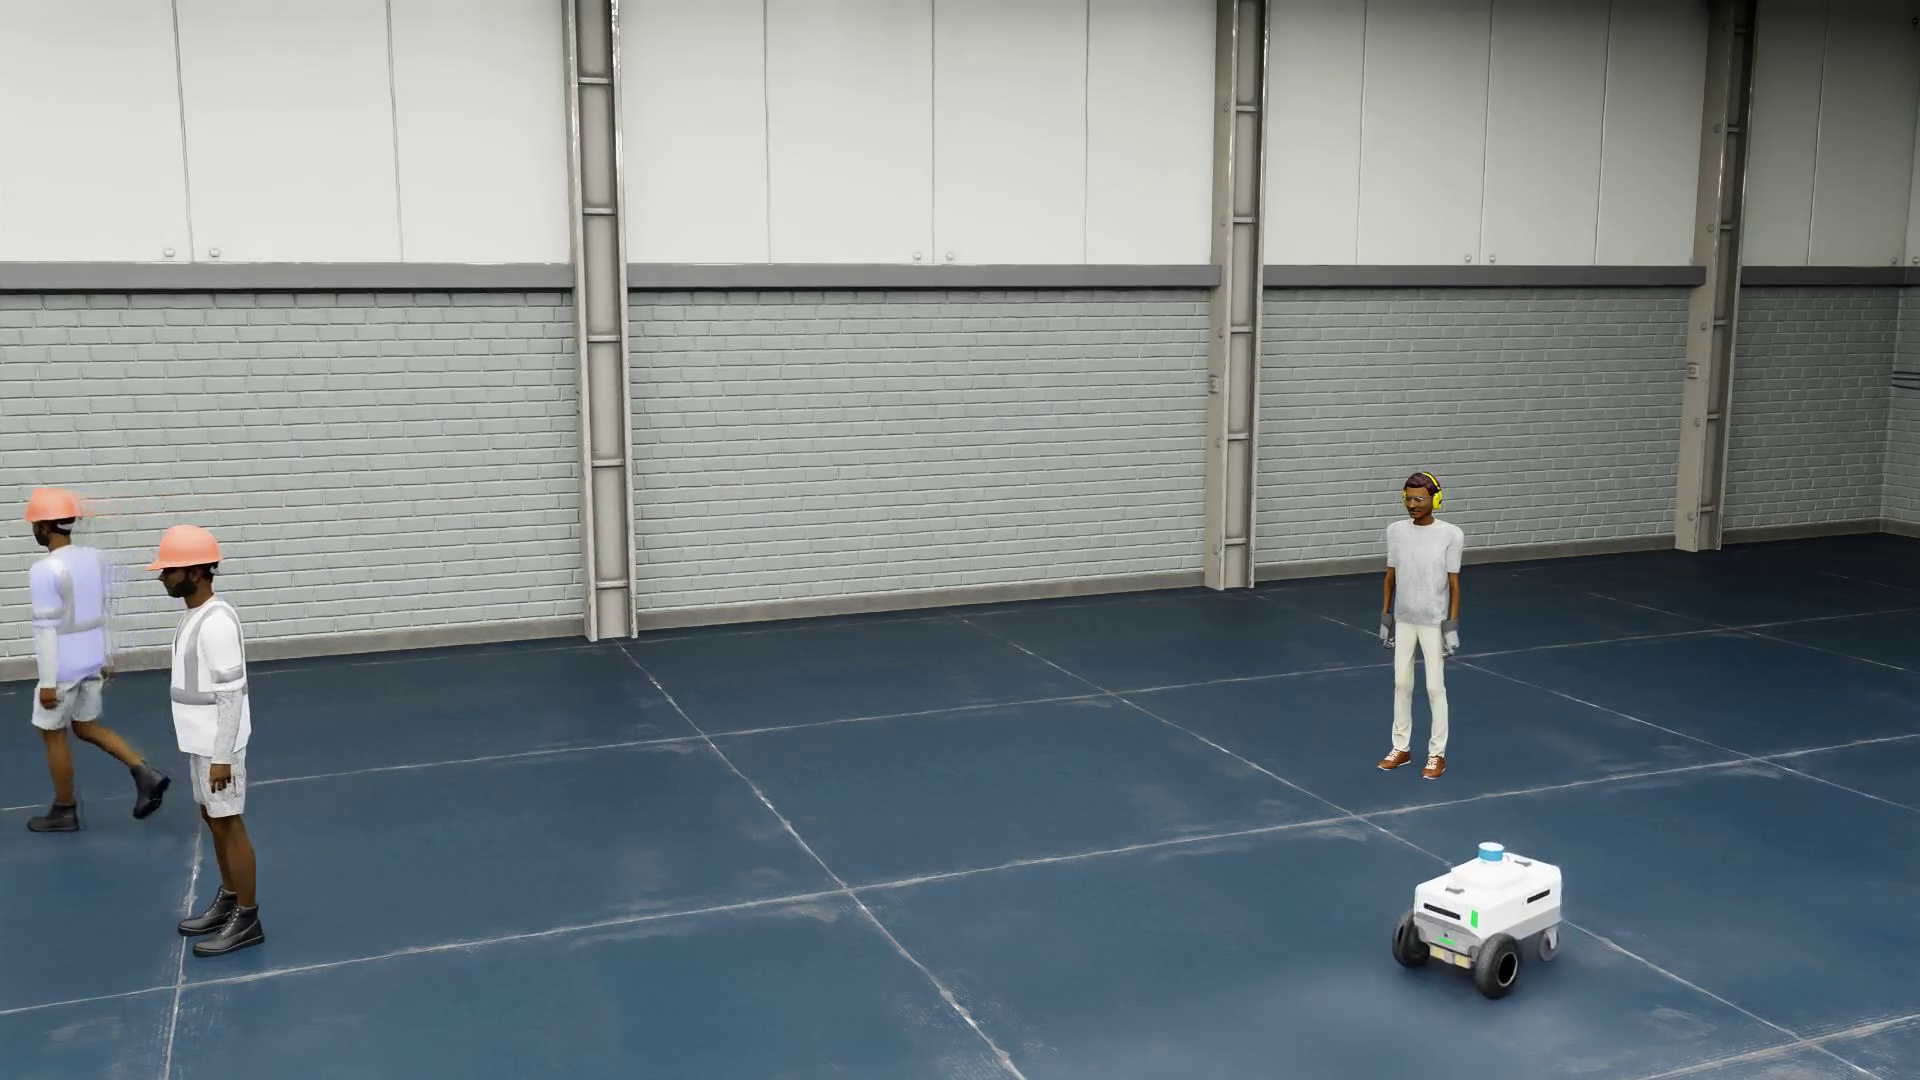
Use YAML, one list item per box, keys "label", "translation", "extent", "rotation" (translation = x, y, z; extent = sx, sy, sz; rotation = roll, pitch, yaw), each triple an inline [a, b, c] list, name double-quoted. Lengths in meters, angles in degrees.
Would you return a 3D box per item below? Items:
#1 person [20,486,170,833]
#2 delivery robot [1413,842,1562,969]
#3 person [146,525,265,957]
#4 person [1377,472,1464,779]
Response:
- label: "person"
  translation: [-4.740, 0.661, 8.977]
  extent: [0.691, 1.917, 0.547]
  rotation: [1, 9, 7]
- label: "delivery robot"
  translation: [2.306, 1.564, 7.252]
  extent: [0.707, 0.478, 0.477]
  rotation: [-8, 12, -39]
- label: "person"
  translation: [-3.381, 0.890, 7.448]
  extent: [0.369, 1.935, 0.552]
  rotation: [-6, 11, -34]
- label: "person"
  translation: [2.790, 0.511, 10.090]
  extent: [0.516, 1.863, 0.312]
  rotation: [7, 11, 38]
